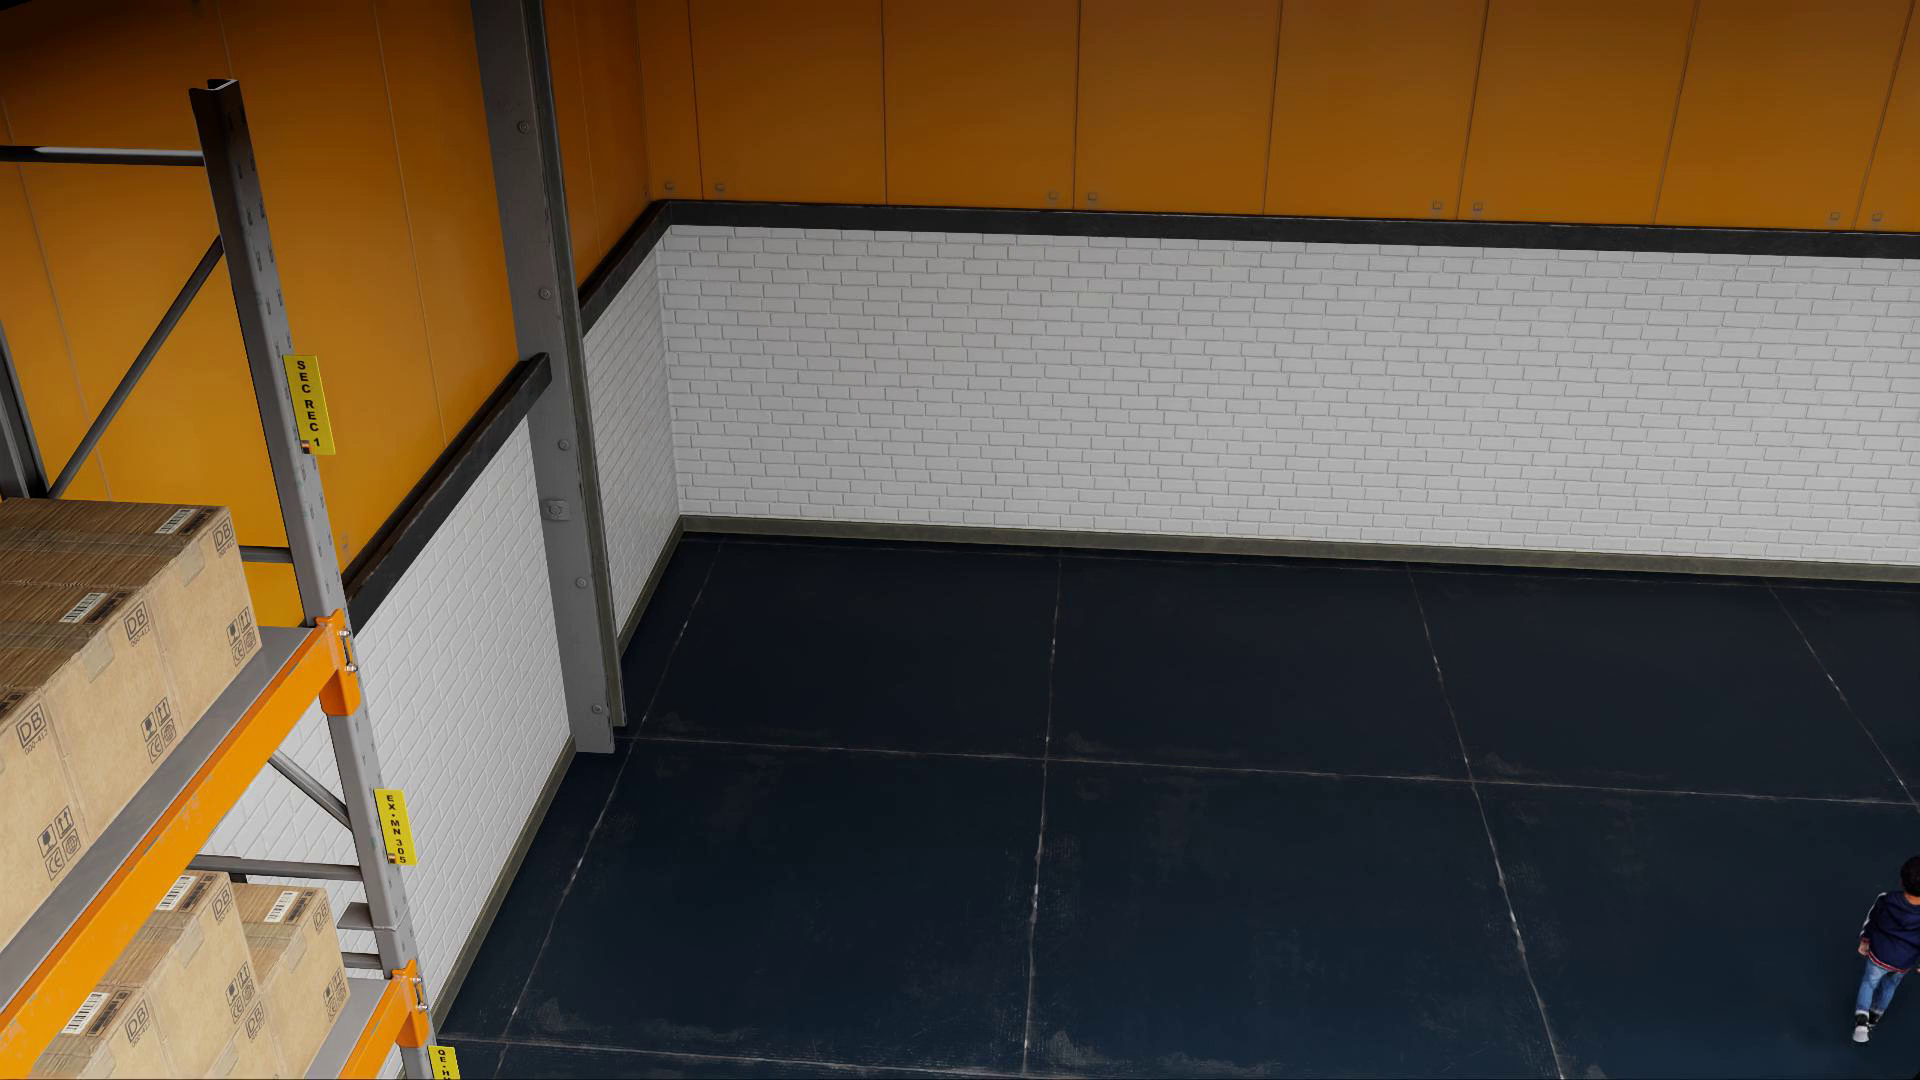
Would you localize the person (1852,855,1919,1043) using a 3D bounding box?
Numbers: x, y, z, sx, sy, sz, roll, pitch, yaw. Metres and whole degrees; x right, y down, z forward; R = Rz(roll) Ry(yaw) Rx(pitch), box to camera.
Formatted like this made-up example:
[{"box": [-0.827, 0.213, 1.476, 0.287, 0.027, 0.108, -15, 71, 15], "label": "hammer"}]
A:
[{"box": [5.220, 2.310, 9.304, 0.706, 1.209, 0.826, 17, 33, 29], "label": "person"}]
